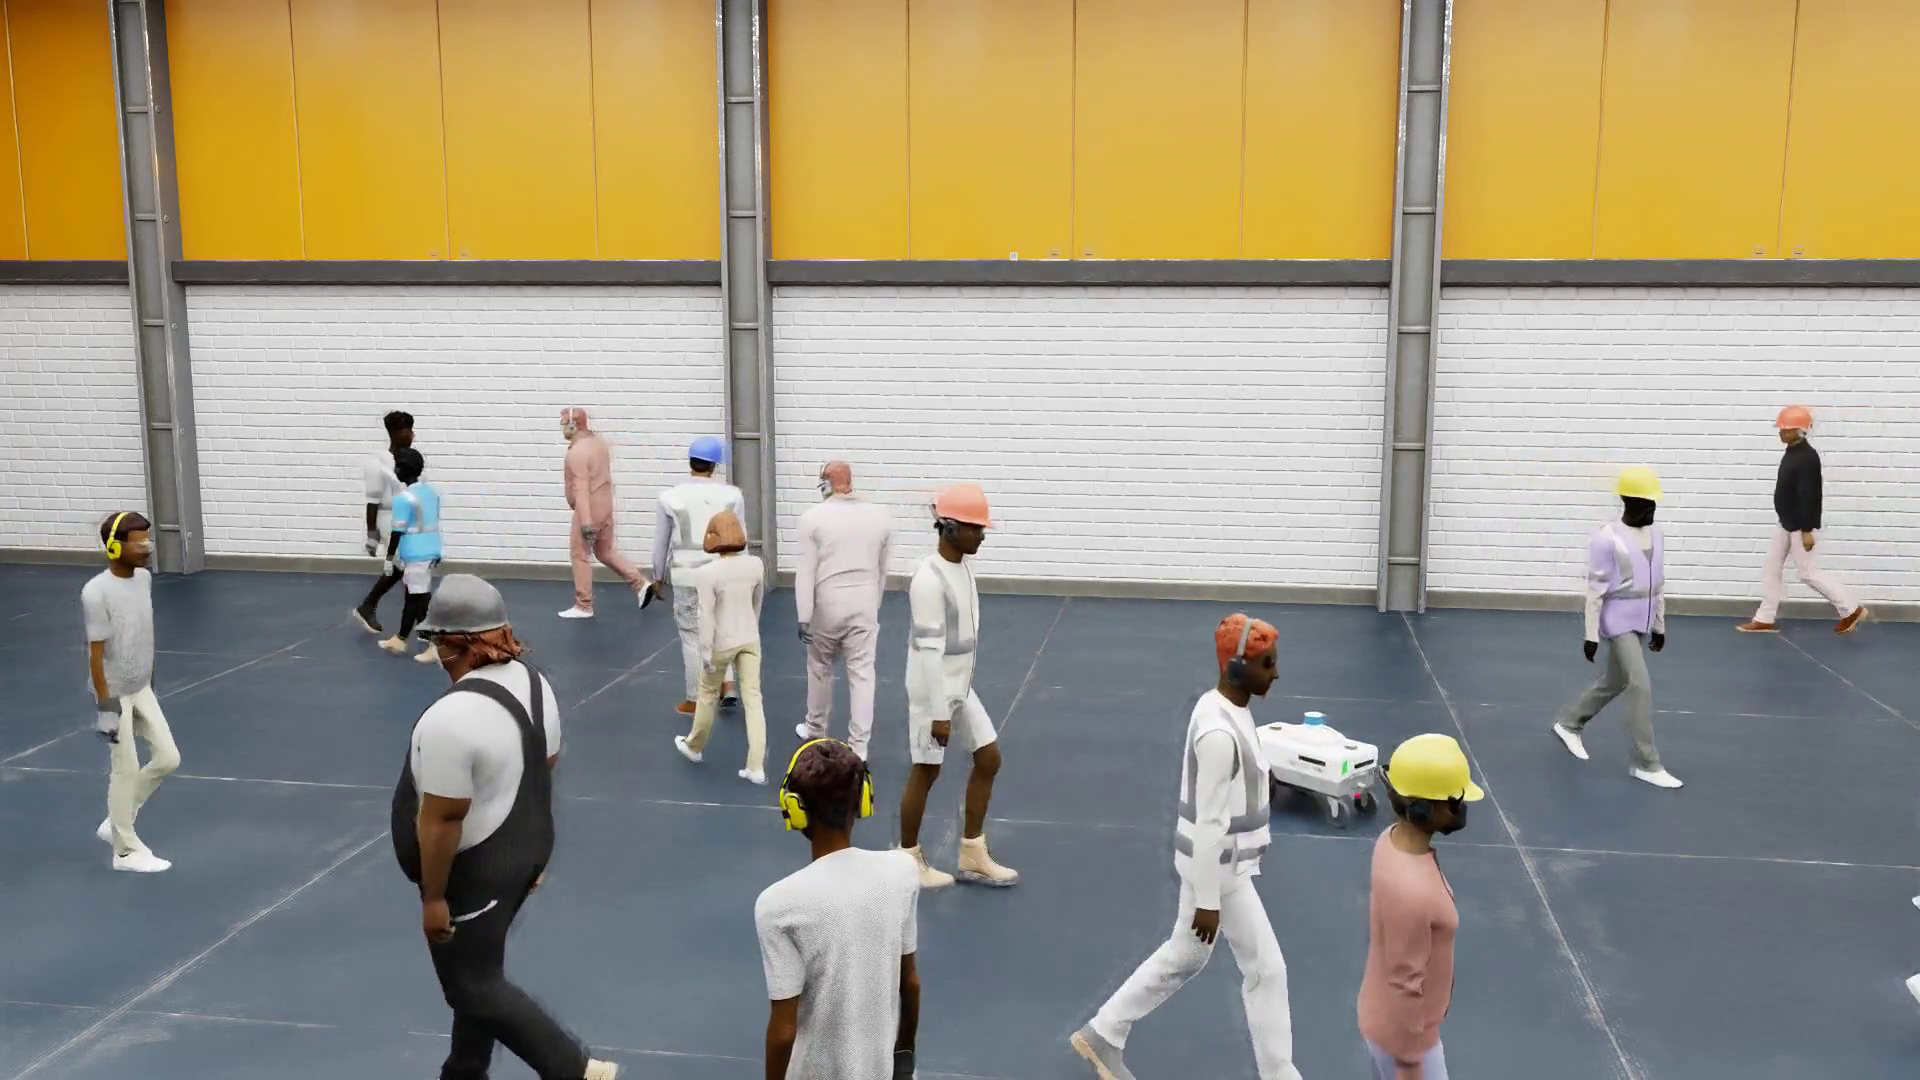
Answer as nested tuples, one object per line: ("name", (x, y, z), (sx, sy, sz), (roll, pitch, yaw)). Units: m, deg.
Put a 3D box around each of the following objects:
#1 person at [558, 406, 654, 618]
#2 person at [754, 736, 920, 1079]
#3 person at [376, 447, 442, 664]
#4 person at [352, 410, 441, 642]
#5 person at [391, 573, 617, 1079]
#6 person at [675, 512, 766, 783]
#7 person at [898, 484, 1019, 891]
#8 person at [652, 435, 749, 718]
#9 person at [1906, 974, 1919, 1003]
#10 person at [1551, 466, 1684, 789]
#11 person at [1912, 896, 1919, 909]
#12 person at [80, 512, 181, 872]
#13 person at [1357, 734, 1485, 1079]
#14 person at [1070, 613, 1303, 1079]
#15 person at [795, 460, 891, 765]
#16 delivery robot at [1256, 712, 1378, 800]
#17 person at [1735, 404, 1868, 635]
("person", (-3.115, -0.239, 14.495), (0.756, 1.875, 0.673), (2, 9, 10))
("person", (-0.324, 1.419, 4.293), (0.535, 1.863, 0.329), (-8, 12, -41))
("person", (-4.312, 0.123, 12.845), (0.729, 1.667, 0.545), (1, 9, 9))
("person", (-4.653, -0.122, 13.650), (0.989, 1.922, 0.621), (3, 10, 19))
("person", (-1.598, 1.089, 5.779), (0.845, 2.000, 0.687), (2, 9, 13))
("person", (-1.423, 0.625, 10.010), (0.503, 1.590, 0.840), (-7, 12, -39))
("person", (0.015, 0.735, 8.052), (0.777, 2.008, 0.651), (3, 10, 20))
("person", (-1.773, 0.252, 11.313), (0.573, 1.924, 0.503), (-5, 11, -30))
("person", (4.018, 1.181, 6.494), (0.409, 1.612, 0.564), (3, 10, 18))
("person", (3.983, 0.477, 10.028), (0.596, 1.888, 0.939), (-6, 11, -34))
("person", (4.843, 0.831, 7.820), (0.749, 1.892, 0.586), (4, 10, 24))
("person", (-4.147, 0.770, 8.325), (0.384, 1.848, 0.558), (1, 9, 8))
("person", (1.227, 1.392, 4.803), (0.620, 1.744, 0.532), (2, 9, 11))
("person", (0.874, 1.160, 5.982), (0.975, 1.846, 0.580), (2, 9, 10))
("person", (-0.772, 0.433, 10.387), (0.664, 1.851, 0.894), (-5, 10, -26))
("delivery robot", (1.976, 1.208, 9.324), (0.477, 0.478, 0.707), (-8, 12, -41))
("person", (7.015, -0.149, 13.718), (0.899, 1.958, 0.624), (2, 9, 11))
